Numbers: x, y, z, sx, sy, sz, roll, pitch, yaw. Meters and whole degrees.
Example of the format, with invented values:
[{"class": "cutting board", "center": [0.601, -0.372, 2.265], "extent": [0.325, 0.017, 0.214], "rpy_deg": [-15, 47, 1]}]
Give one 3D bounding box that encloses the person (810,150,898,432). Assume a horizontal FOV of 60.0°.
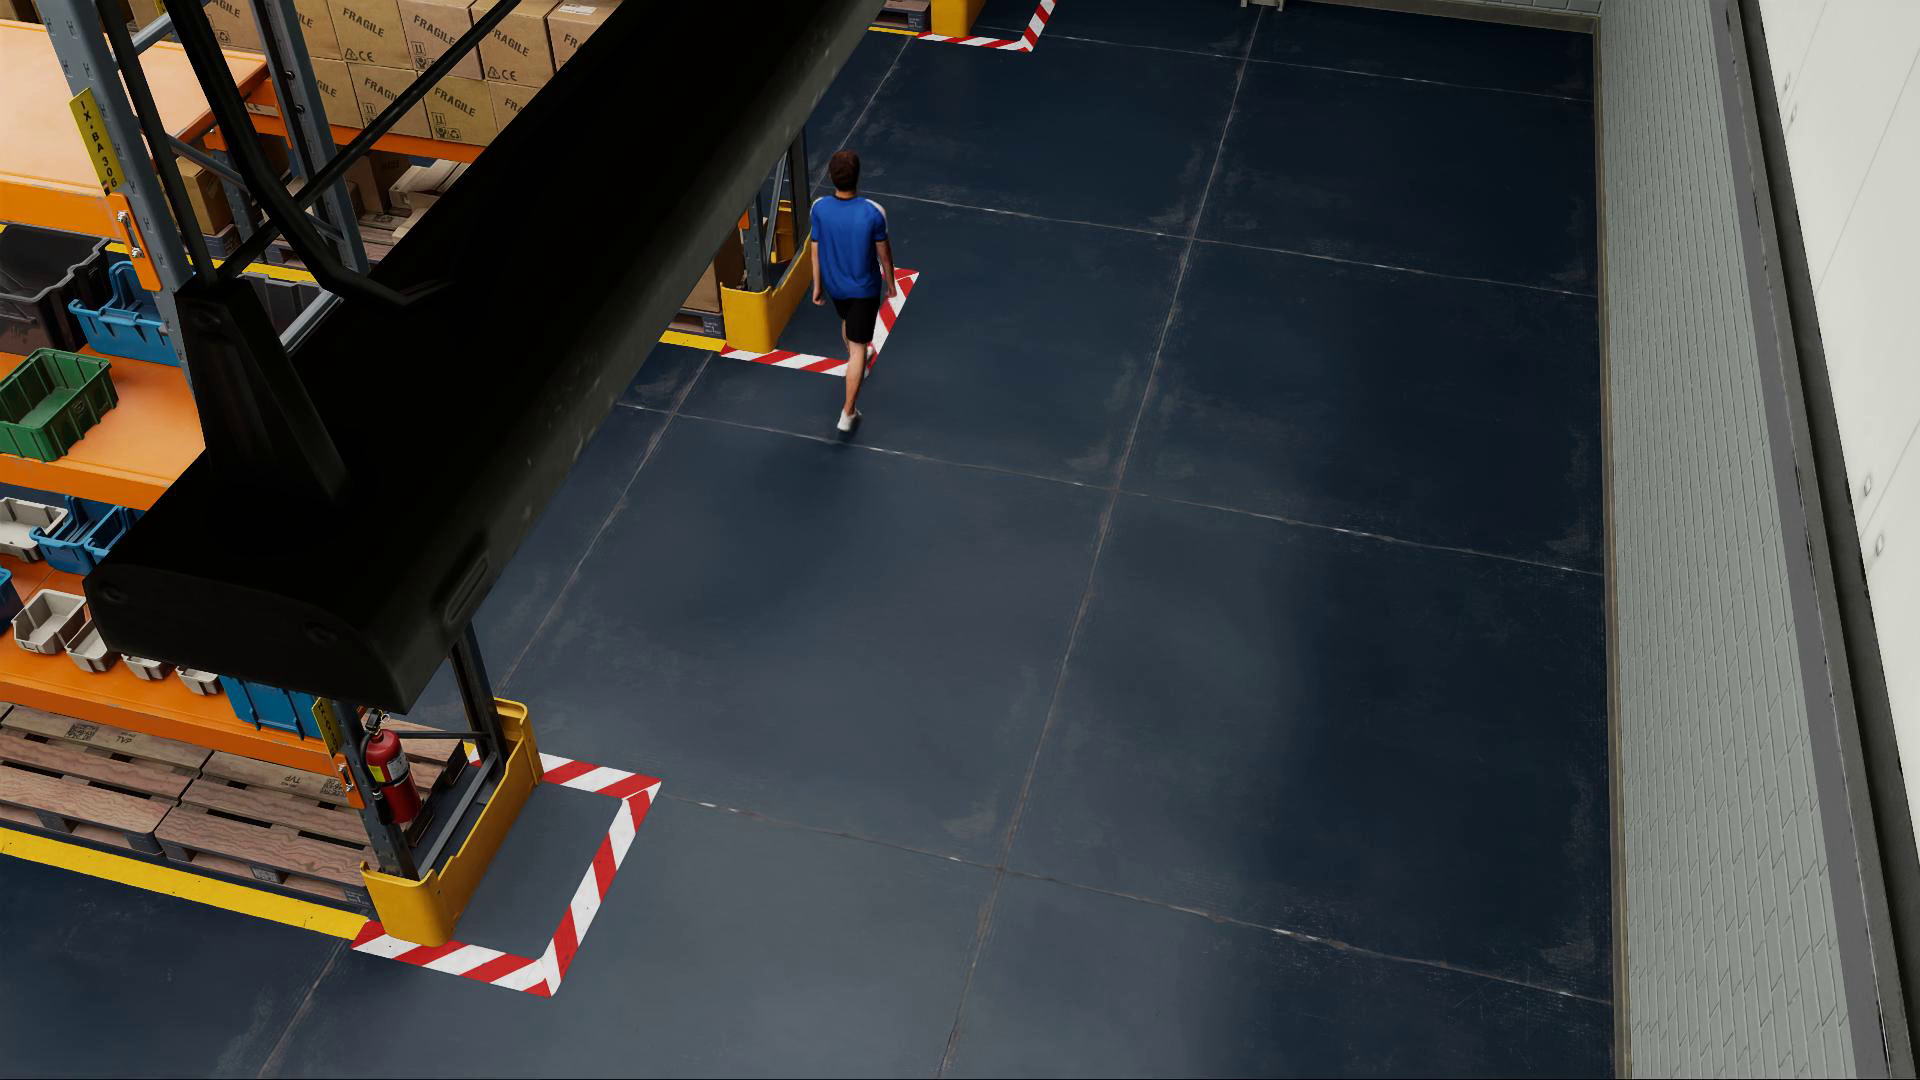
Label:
[{"class": "person", "center": [-0.698, -1.545, 10.497], "extent": [1.160, 1.826, 0.774], "rpy_deg": [8, 44, 8]}]
